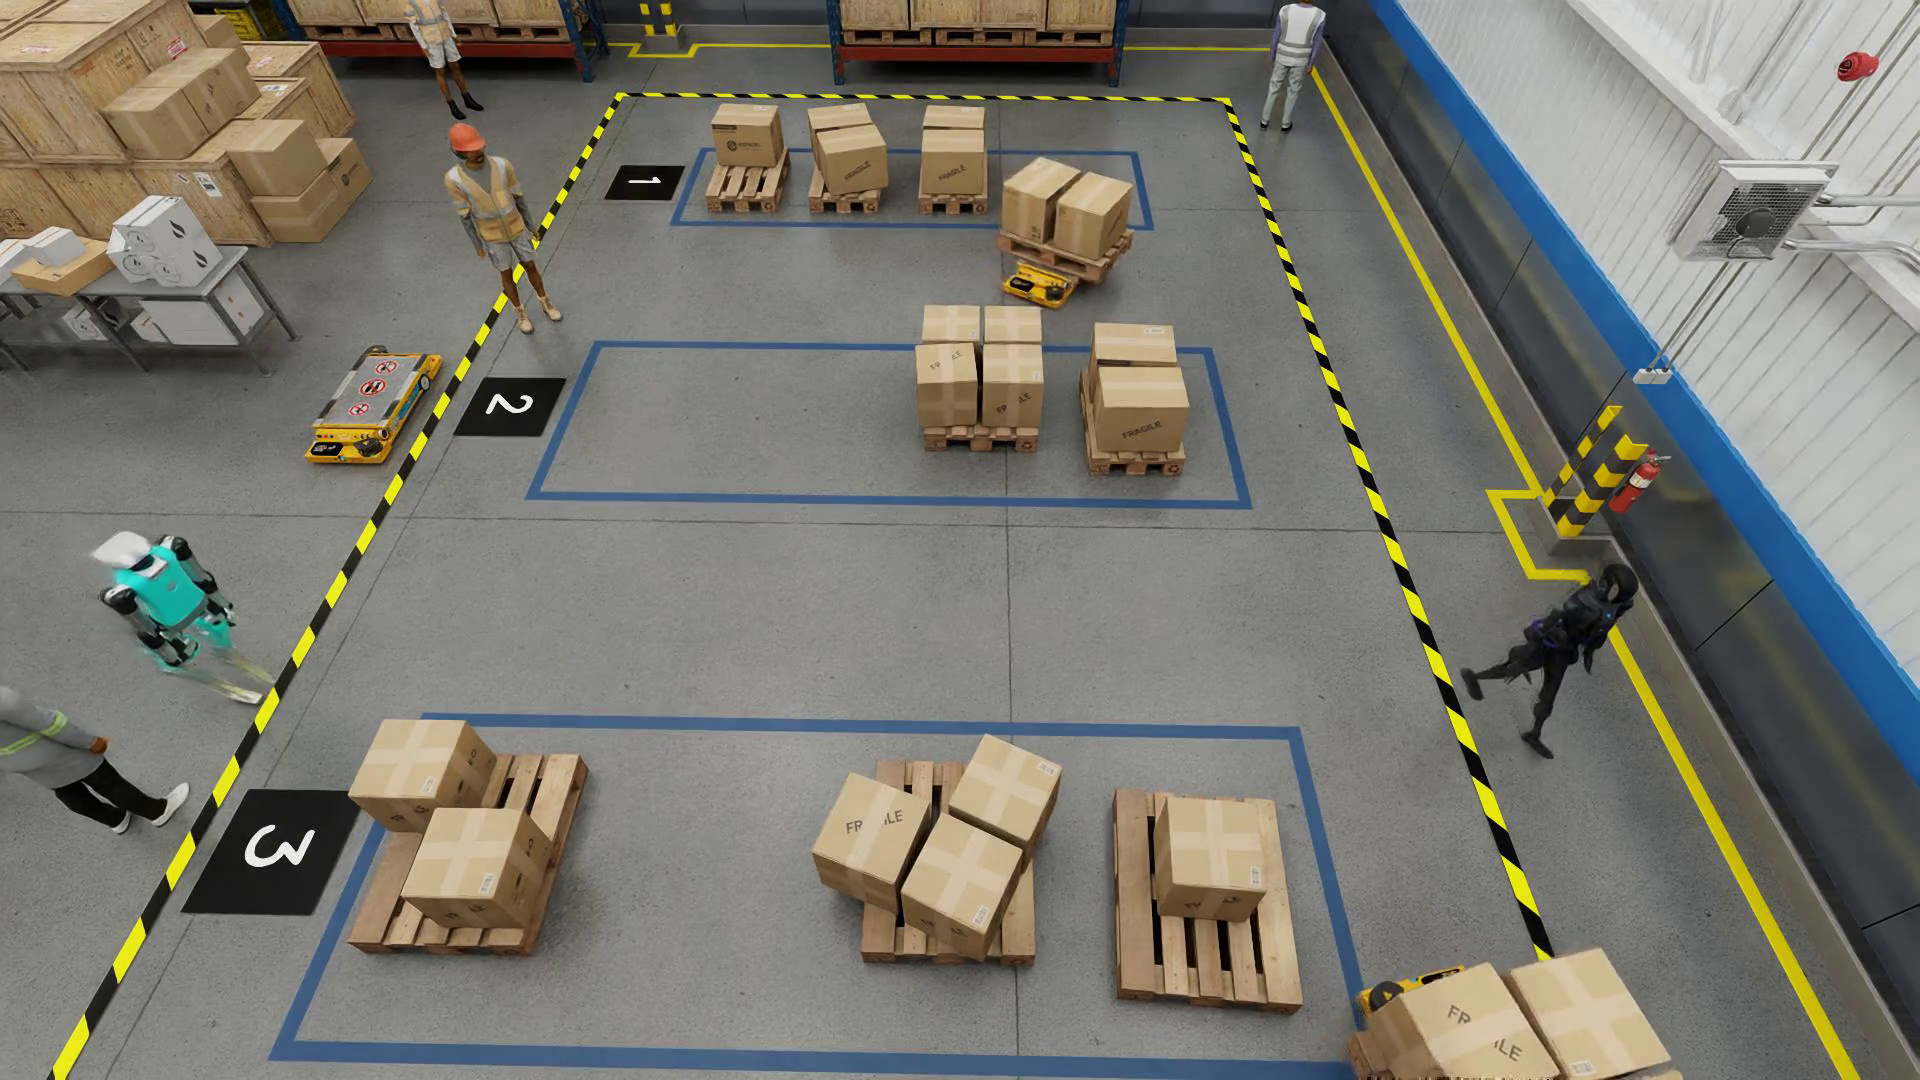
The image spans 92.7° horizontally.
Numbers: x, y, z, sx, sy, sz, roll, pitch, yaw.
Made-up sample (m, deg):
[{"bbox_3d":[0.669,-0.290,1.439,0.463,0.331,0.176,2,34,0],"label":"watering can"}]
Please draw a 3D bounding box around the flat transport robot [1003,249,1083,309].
[{"bbox_3d":[1.100,-3.036,9.918,0.652,0.197,1.431,25,54,20],"label":"flat transport robot"}]

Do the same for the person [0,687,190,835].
[{"bbox_3d":[-5.340,1.184,5.331,0.587,1.849,0.396,-5,50,-5],"label":"person"}]

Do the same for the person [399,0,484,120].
[{"bbox_3d":[-6.681,-6.435,11.718,0.358,1.939,0.542,27,55,21],"label":"person"}]

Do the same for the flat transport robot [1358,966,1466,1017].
[{"bbox_3d":[2.746,3.030,4.785,0.652,0.197,1.431,-9,50,-8],"label":"flat transport robot"}]

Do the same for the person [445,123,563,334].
[{"bbox_3d":[-4.321,-2.919,8.673,0.613,2.047,0.356,-32,57,-24],"label":"person"}]

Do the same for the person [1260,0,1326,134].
[{"bbox_3d":[4.153,-6.027,11.439,0.589,1.837,0.404,19,52,16],"label":"person"}]

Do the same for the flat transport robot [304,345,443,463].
[{"bbox_3d":[-5.383,-1.269,8.441,0.659,0.231,1.431,1,50,1],"label":"flat transport robot"}]

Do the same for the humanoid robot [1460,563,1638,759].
[{"bbox_3d":[3.810,0.727,5.854,0.602,1.622,0.789,-8,50,-6],"label":"humanoid robot"}]

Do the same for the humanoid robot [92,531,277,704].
[{"bbox_3d":[-5.066,0.585,5.959,0.764,1.845,0.539,9,50,8],"label":"humanoid robot"}]
